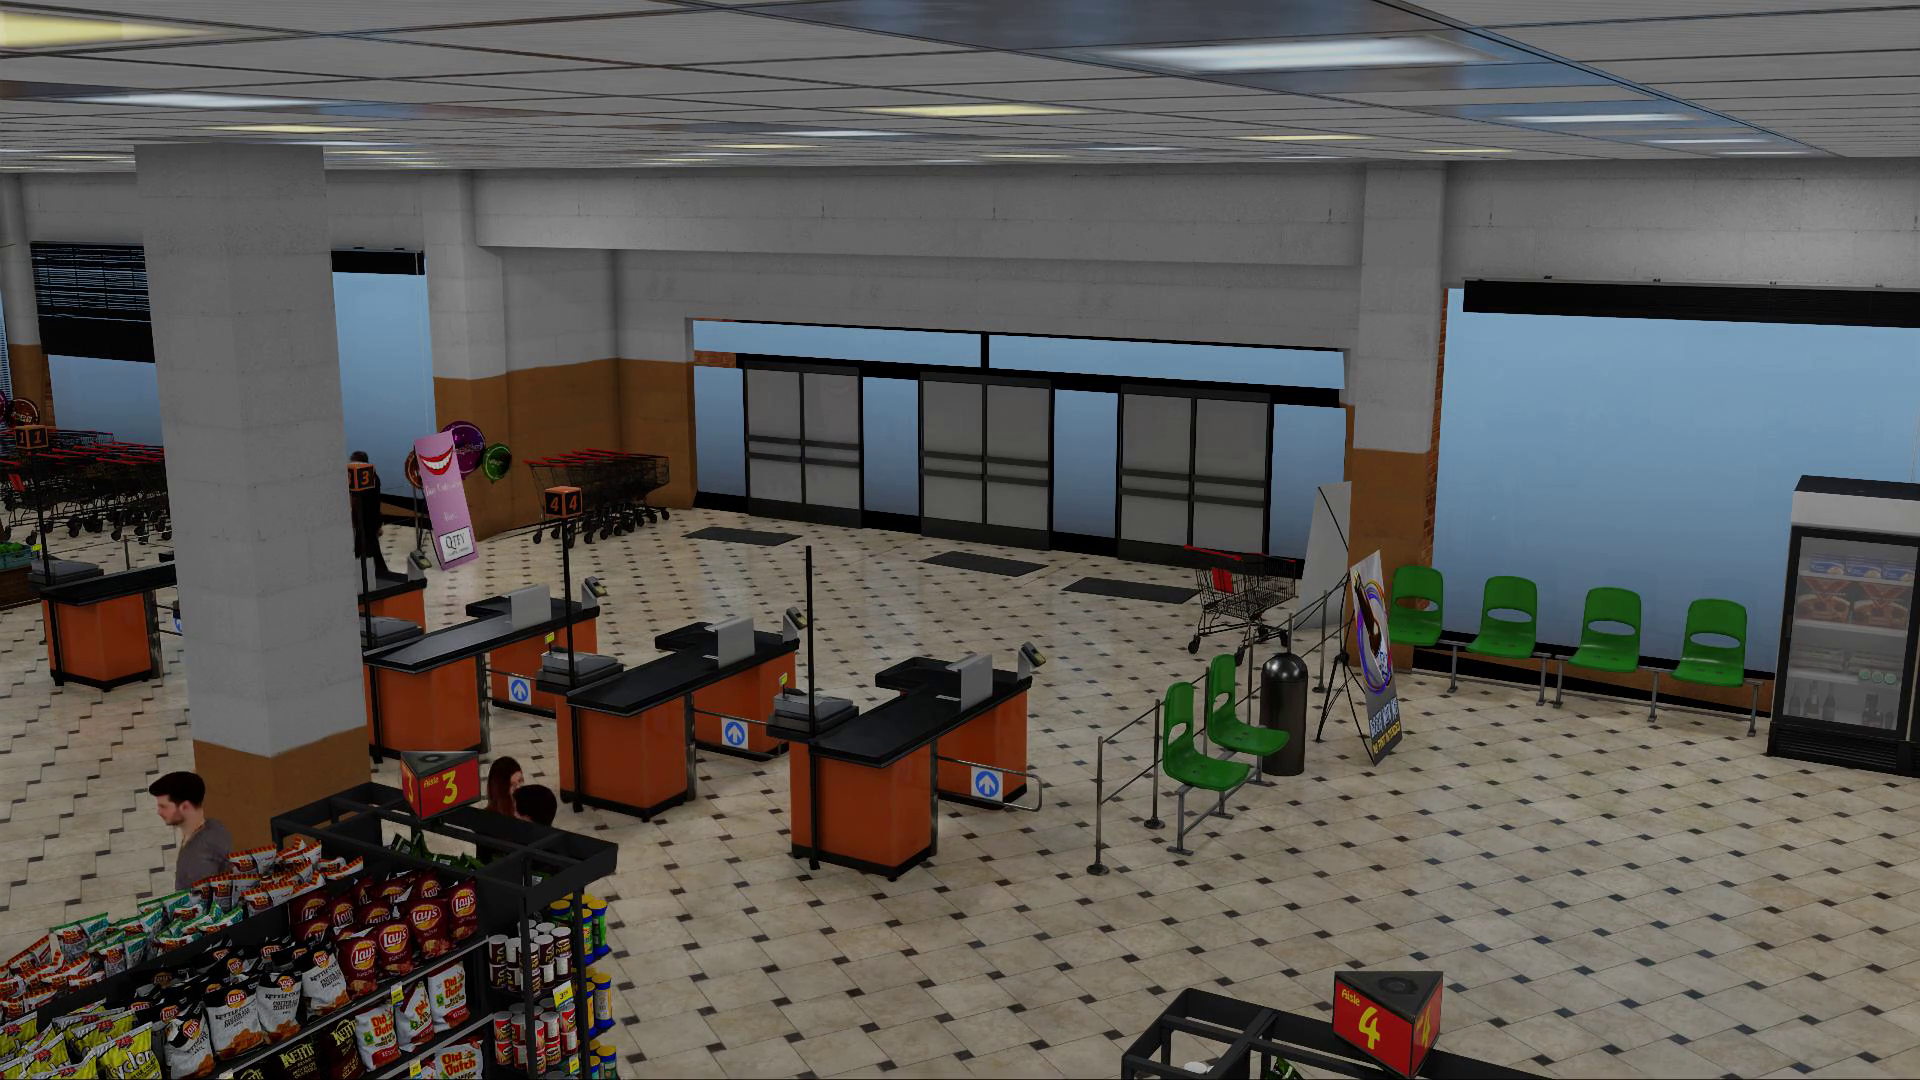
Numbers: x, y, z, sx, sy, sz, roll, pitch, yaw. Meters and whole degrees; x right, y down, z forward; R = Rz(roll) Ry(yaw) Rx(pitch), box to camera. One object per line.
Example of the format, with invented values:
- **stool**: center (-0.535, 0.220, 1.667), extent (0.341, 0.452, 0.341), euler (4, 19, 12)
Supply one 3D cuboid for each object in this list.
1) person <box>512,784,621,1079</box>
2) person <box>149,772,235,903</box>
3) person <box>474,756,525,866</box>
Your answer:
- **person**: center (-1.987, 2.148, 8.374), extent (0.918, 1.804, 1.114), euler (4, 13, 18)
- **person**: center (-3.732, 2.077, 8.546), extent (1.225, 1.871, 1.032), euler (-7, 14, -29)
- **person**: center (-2.634, 2.012, 9.344), extent (0.936, 1.669, 1.139), euler (2, 12, 11)
